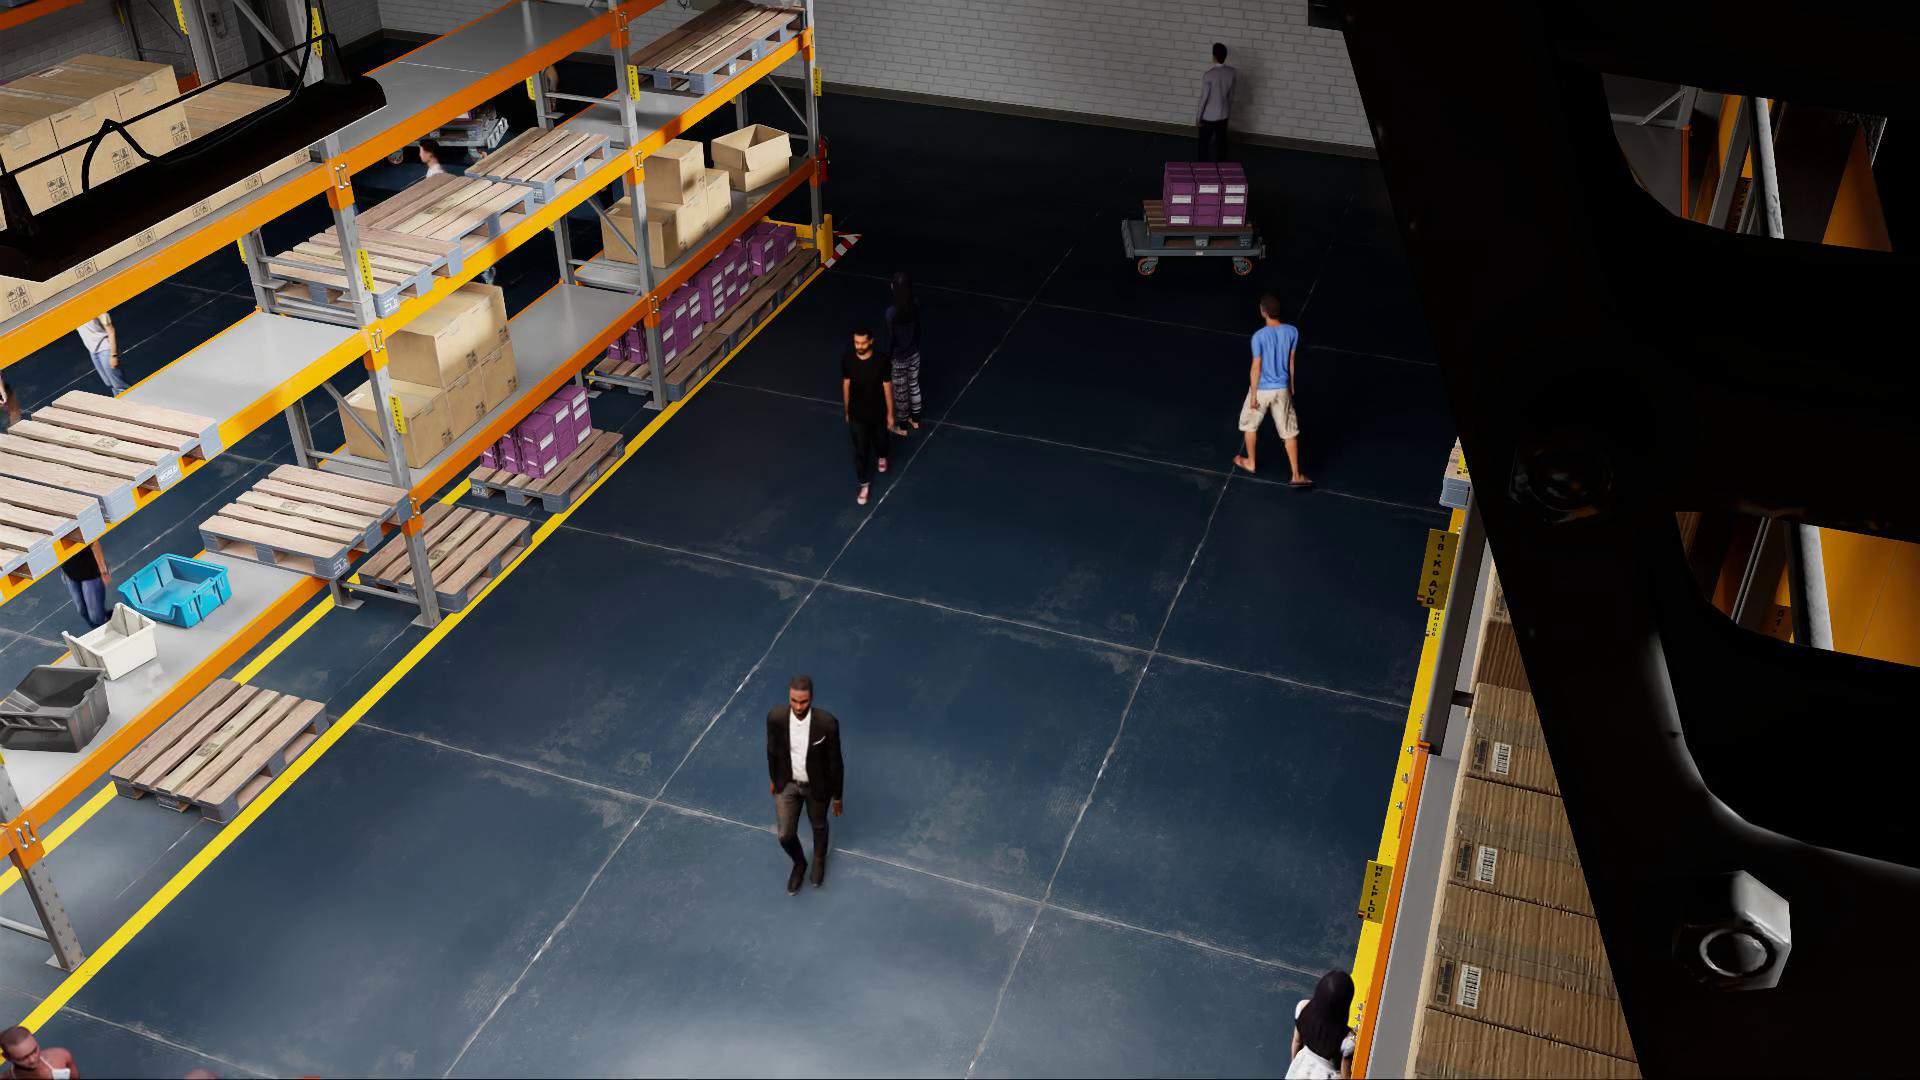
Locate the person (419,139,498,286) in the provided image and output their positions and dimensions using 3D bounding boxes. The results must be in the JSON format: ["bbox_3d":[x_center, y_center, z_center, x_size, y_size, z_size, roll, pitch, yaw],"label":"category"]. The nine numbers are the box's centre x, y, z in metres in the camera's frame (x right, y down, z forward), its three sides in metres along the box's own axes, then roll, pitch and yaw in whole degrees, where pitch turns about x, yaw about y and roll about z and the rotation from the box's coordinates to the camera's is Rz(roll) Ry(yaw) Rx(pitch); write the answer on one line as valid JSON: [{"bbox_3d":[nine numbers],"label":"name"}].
[{"bbox_3d":[-5.796,-3.644,18.952,1.140,1.829,1.144,-11,35,-16],"label":"person"}]

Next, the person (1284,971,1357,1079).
[{"bbox_3d":[1.938,2.997,9.016,0.803,1.769,0.777,-24,41,-32],"label":"person"}]

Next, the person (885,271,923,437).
[{"bbox_3d":[-0.549,-1.838,16.322,0.609,1.734,0.741,-27,42,-35],"label":"person"}]

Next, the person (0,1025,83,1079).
[{"bbox_3d":[-4.745,3.170,8.746,0.694,1.780,0.572,23,40,30],"label":"person"}]

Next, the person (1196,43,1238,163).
[{"bbox_3d":[3.386,-5.602,21.883,0.787,1.847,0.840,-13,36,-19],"label":"person"}]

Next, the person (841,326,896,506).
[{"bbox_3d":[-0.825,-1.213,15.375,0.784,1.740,0.988,3,34,5],"label":"person"}]

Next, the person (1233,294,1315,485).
[{"bbox_3d":[2.945,-1.364,15.529,1.082,1.821,1.166,-7,34,-10],"label":"person"}]

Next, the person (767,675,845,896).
[{"bbox_3d":[-1.020,1.576,11.139,0.753,1.785,0.741,4,34,6],"label":"person"}]
